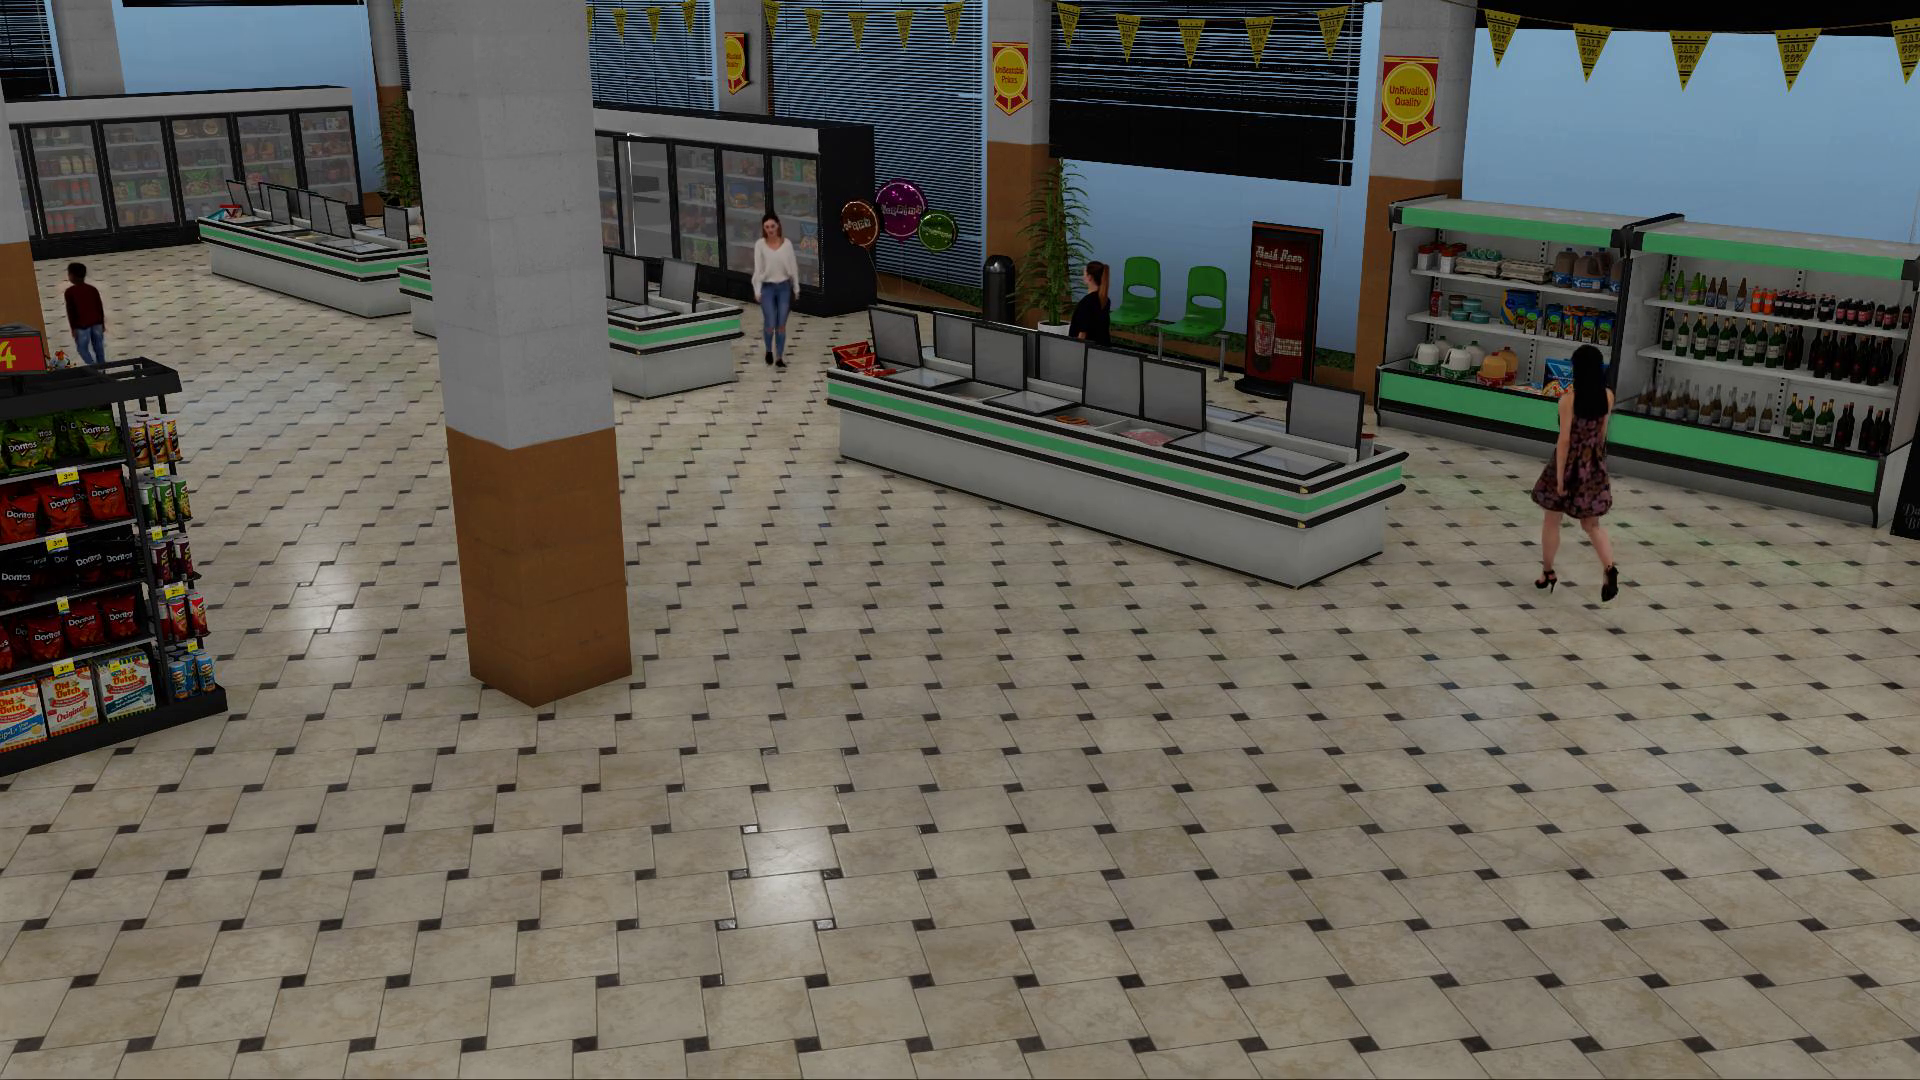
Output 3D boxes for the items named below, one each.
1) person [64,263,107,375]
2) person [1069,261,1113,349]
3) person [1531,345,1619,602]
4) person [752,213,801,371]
[{"bbox_3d":[-9.018,-2.235,17.226,0.558,1.243,0.514,16,24,40],"label":"person"},{"bbox_3d":[1.184,-1.638,14.765,0.588,1.684,0.651,14,23,36],"label":"person"},{"bbox_3d":[4.117,-0.383,10.937,0.981,1.750,1.160,-5,19,-13],"label":"person"},{"bbox_3d":[-2.009,-2.662,17.808,0.729,1.679,0.724,-8,20,-22],"label":"person"}]
